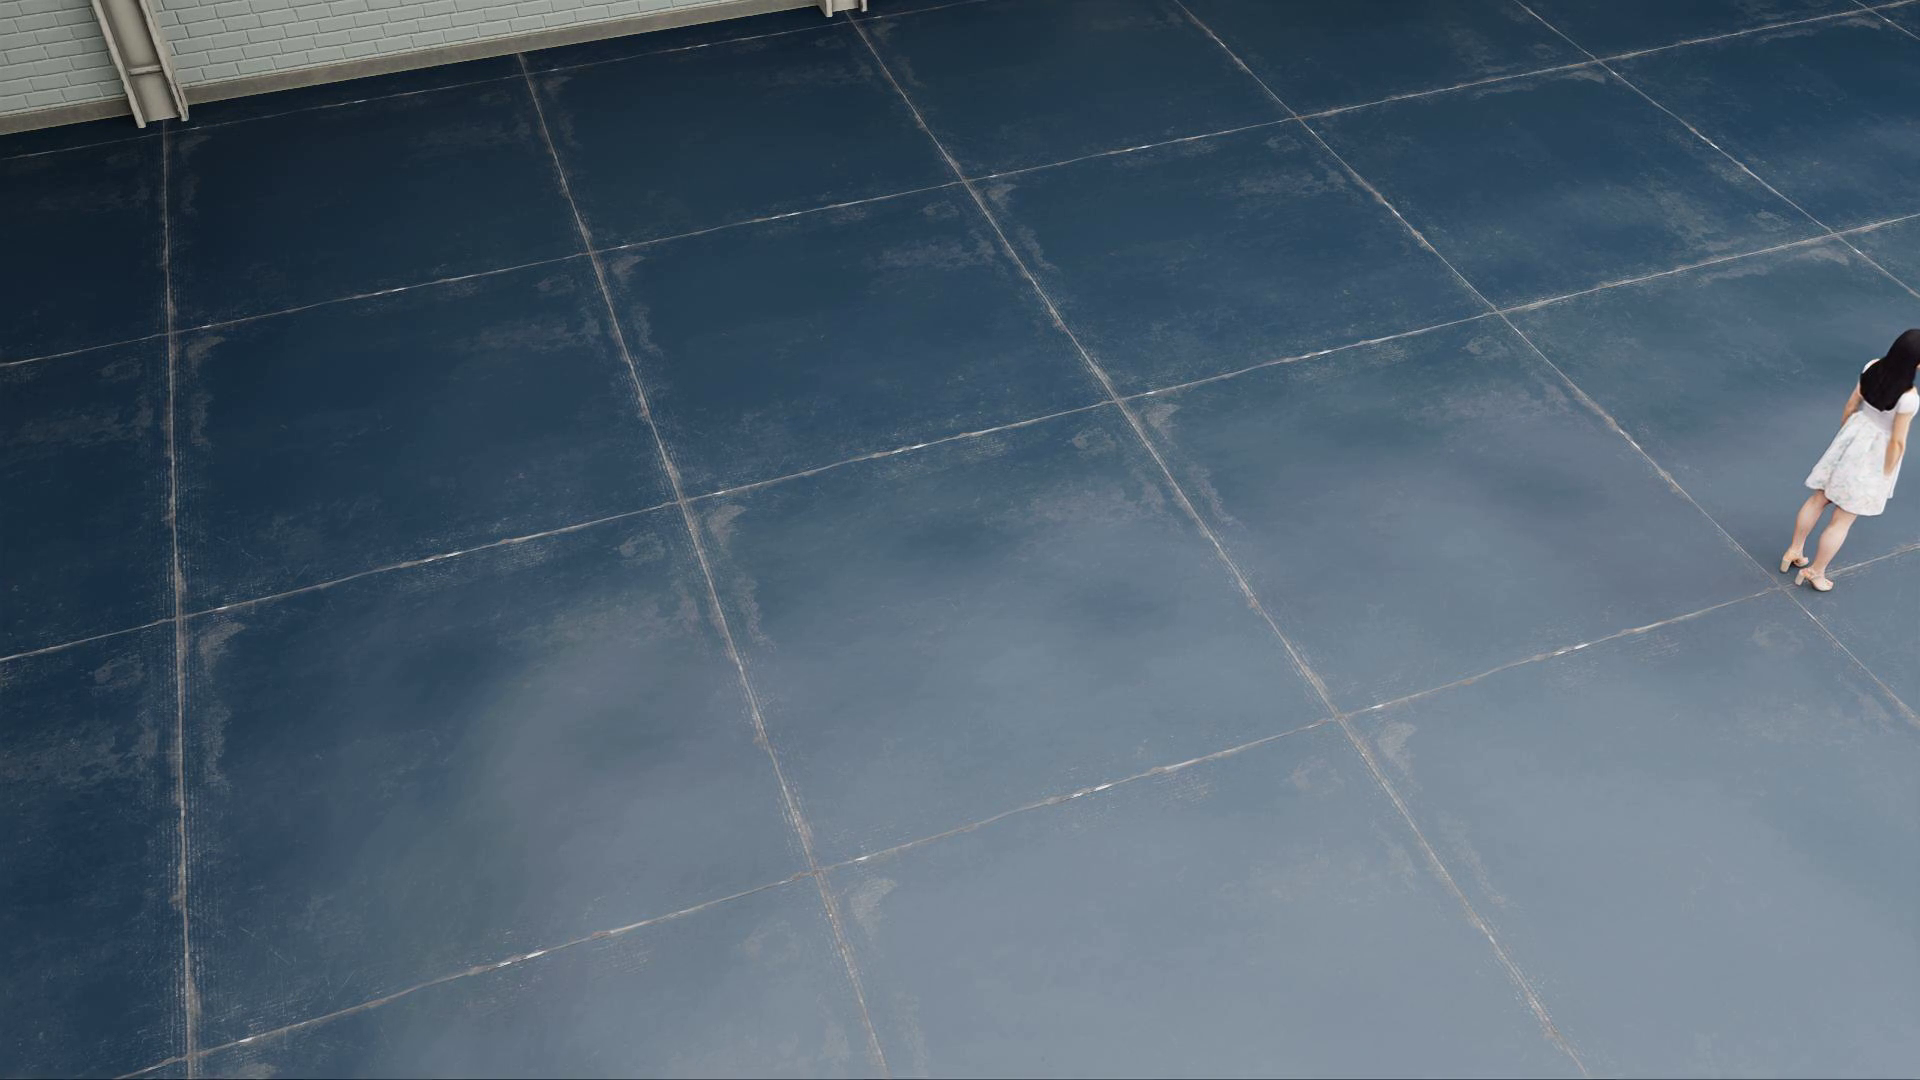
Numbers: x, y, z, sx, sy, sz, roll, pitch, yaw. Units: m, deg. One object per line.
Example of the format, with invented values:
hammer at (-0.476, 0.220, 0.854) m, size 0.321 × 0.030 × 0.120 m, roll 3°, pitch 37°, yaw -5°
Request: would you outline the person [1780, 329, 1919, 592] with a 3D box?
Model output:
person at (5.083, -0.451, 9.399) m, size 0.659 × 1.773 × 0.671 m, roll -9°, pitch 44°, yaw -10°
